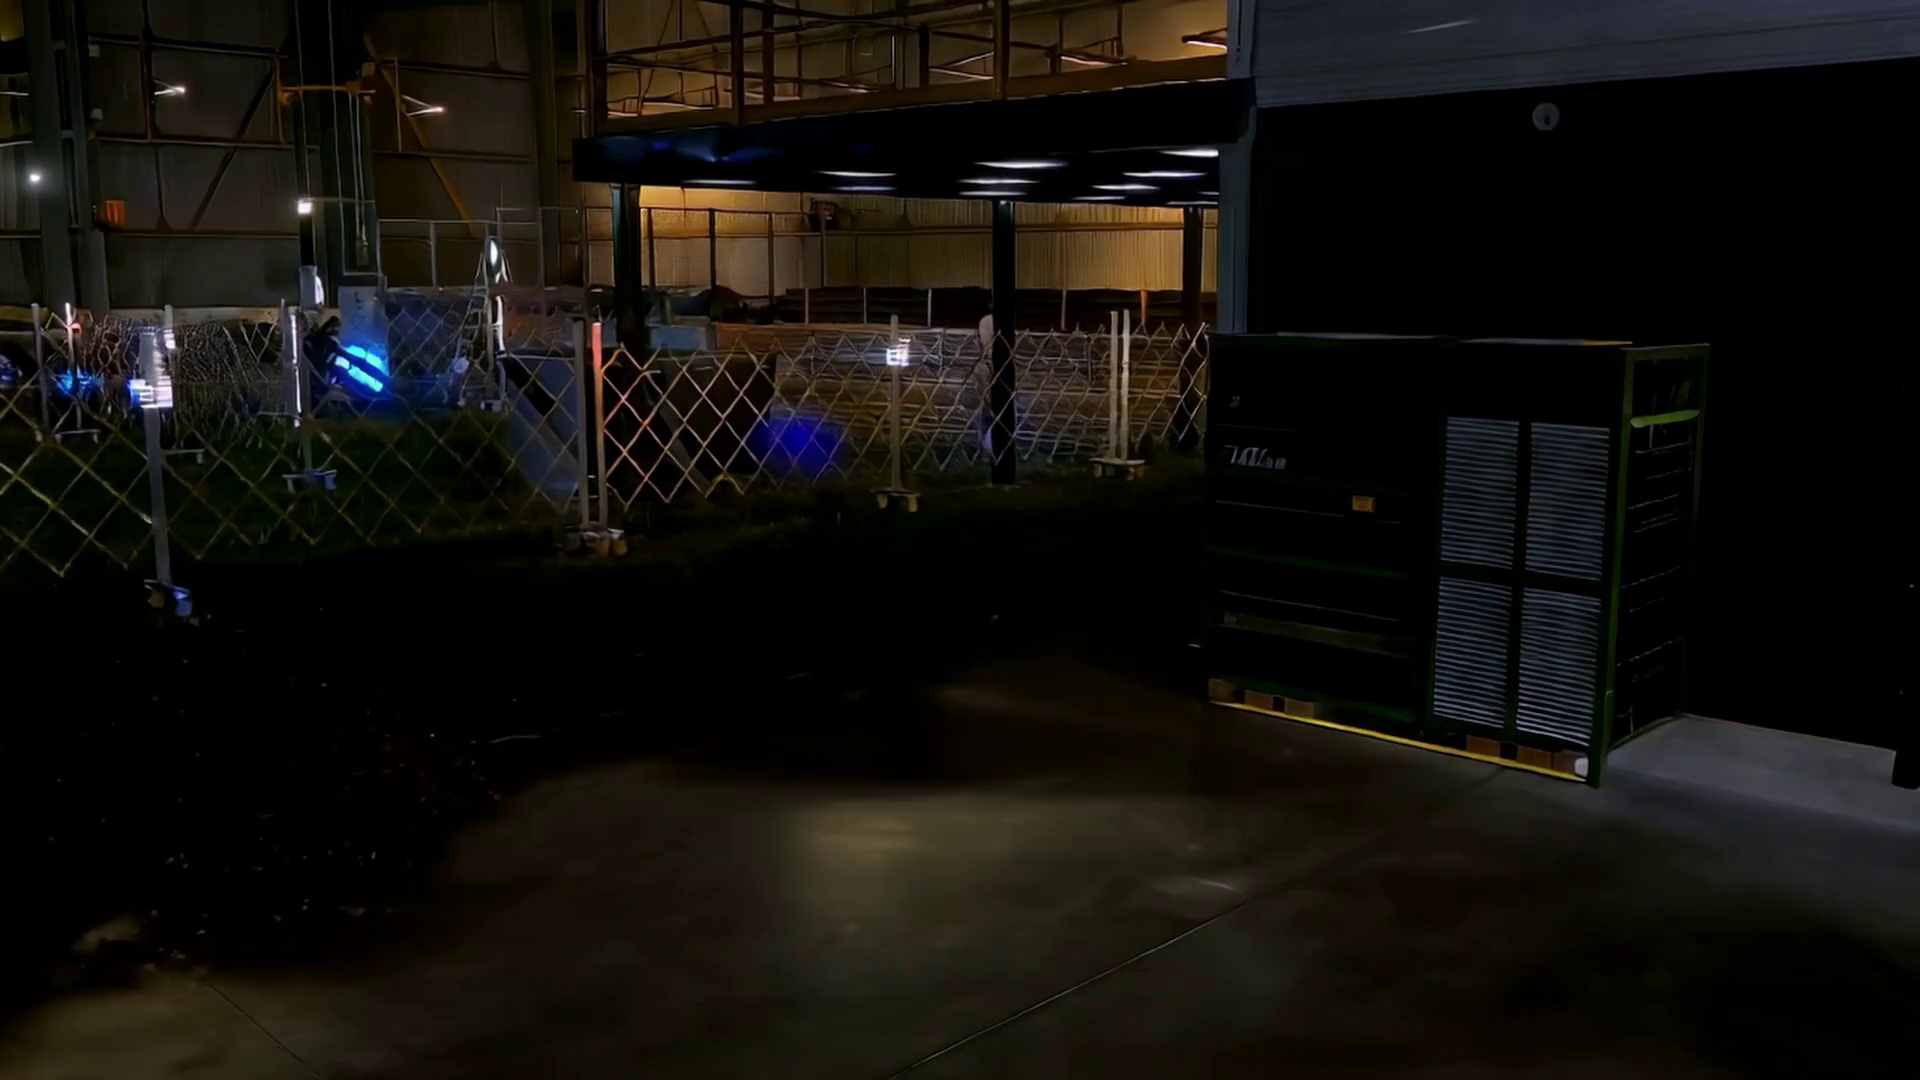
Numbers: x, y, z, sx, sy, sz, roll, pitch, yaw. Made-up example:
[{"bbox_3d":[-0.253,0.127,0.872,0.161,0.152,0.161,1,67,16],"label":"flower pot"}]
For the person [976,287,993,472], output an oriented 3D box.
[{"bbox_3d":[0.351,-1.632,17.001,0.355,1.883,0.575,1,9,8],"label":"person"}]
